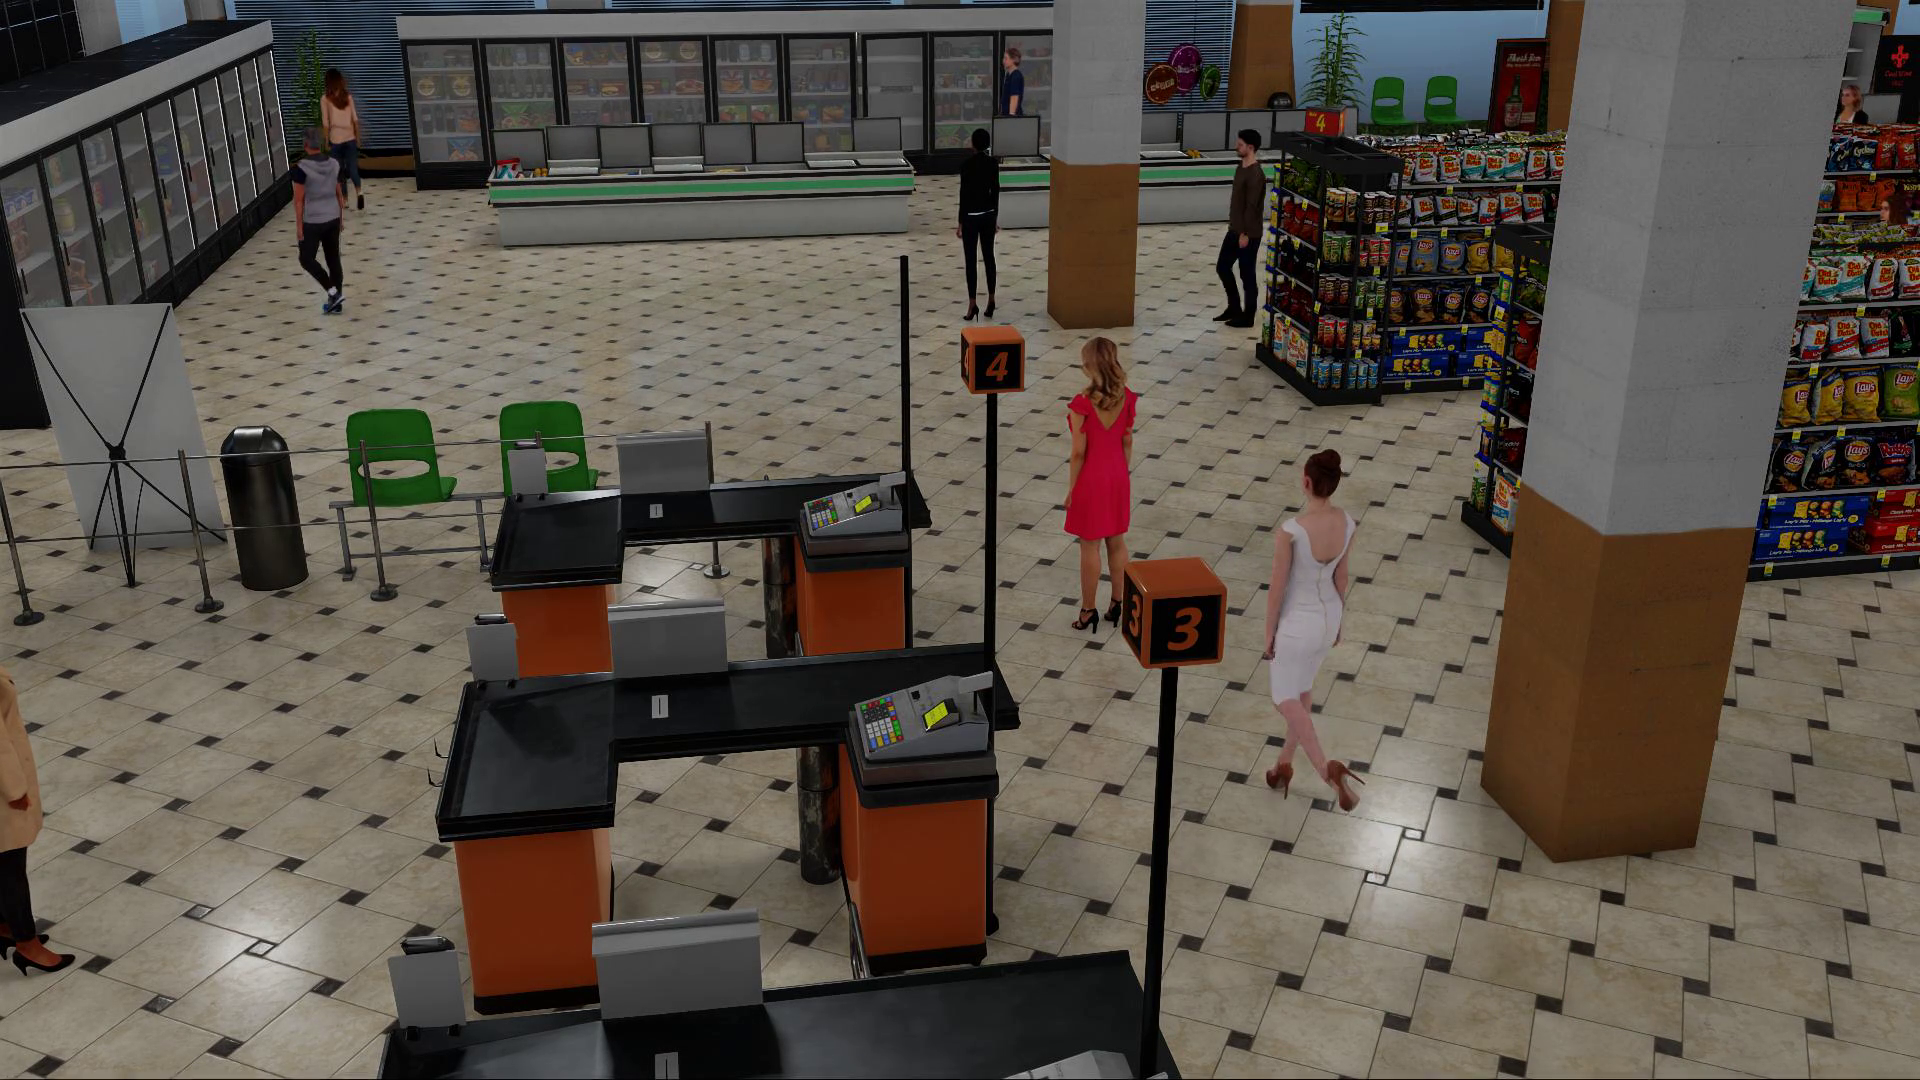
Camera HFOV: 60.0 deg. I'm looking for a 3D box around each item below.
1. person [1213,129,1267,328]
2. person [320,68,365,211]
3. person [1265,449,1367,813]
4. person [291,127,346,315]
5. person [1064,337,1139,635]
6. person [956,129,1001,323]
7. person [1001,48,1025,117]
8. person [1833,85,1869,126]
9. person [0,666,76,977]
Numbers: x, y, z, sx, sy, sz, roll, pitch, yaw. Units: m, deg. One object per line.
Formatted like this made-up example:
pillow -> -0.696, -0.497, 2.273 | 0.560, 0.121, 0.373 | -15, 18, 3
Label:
person -> 2.760, -2.925, 15.701 | 0.600, 1.873, 0.671 | -5, 22, -12
person -> -7.834, -5.061, 21.164 | 1.085, 1.764, 0.905 | -12, 25, -28
person -> 1.585, 0.461, 7.408 | 0.939, 1.775, 0.742 | -8, 23, -19
person -> -6.136, -3.060, 16.113 | 0.968, 1.817, 0.908 | 14, 26, 31
person -> 0.797, -0.307, 9.383 | 0.562, 1.727, 0.687 | -10, 24, -24
person -> 0.179, -3.034, 16.024 | 0.576, 1.834, 0.733 | -12, 25, -28
person -> 0.740, -5.807, 22.881 | 0.633, 1.867, 0.698 | -1, 22, -4
person -> 10.385, -4.420, 19.541 | 0.803, 1.786, 0.754 | -14, 26, -32
person -> -3.749, 0.913, 6.407 | 0.717, 1.682, 0.738 | 19, 29, 40
